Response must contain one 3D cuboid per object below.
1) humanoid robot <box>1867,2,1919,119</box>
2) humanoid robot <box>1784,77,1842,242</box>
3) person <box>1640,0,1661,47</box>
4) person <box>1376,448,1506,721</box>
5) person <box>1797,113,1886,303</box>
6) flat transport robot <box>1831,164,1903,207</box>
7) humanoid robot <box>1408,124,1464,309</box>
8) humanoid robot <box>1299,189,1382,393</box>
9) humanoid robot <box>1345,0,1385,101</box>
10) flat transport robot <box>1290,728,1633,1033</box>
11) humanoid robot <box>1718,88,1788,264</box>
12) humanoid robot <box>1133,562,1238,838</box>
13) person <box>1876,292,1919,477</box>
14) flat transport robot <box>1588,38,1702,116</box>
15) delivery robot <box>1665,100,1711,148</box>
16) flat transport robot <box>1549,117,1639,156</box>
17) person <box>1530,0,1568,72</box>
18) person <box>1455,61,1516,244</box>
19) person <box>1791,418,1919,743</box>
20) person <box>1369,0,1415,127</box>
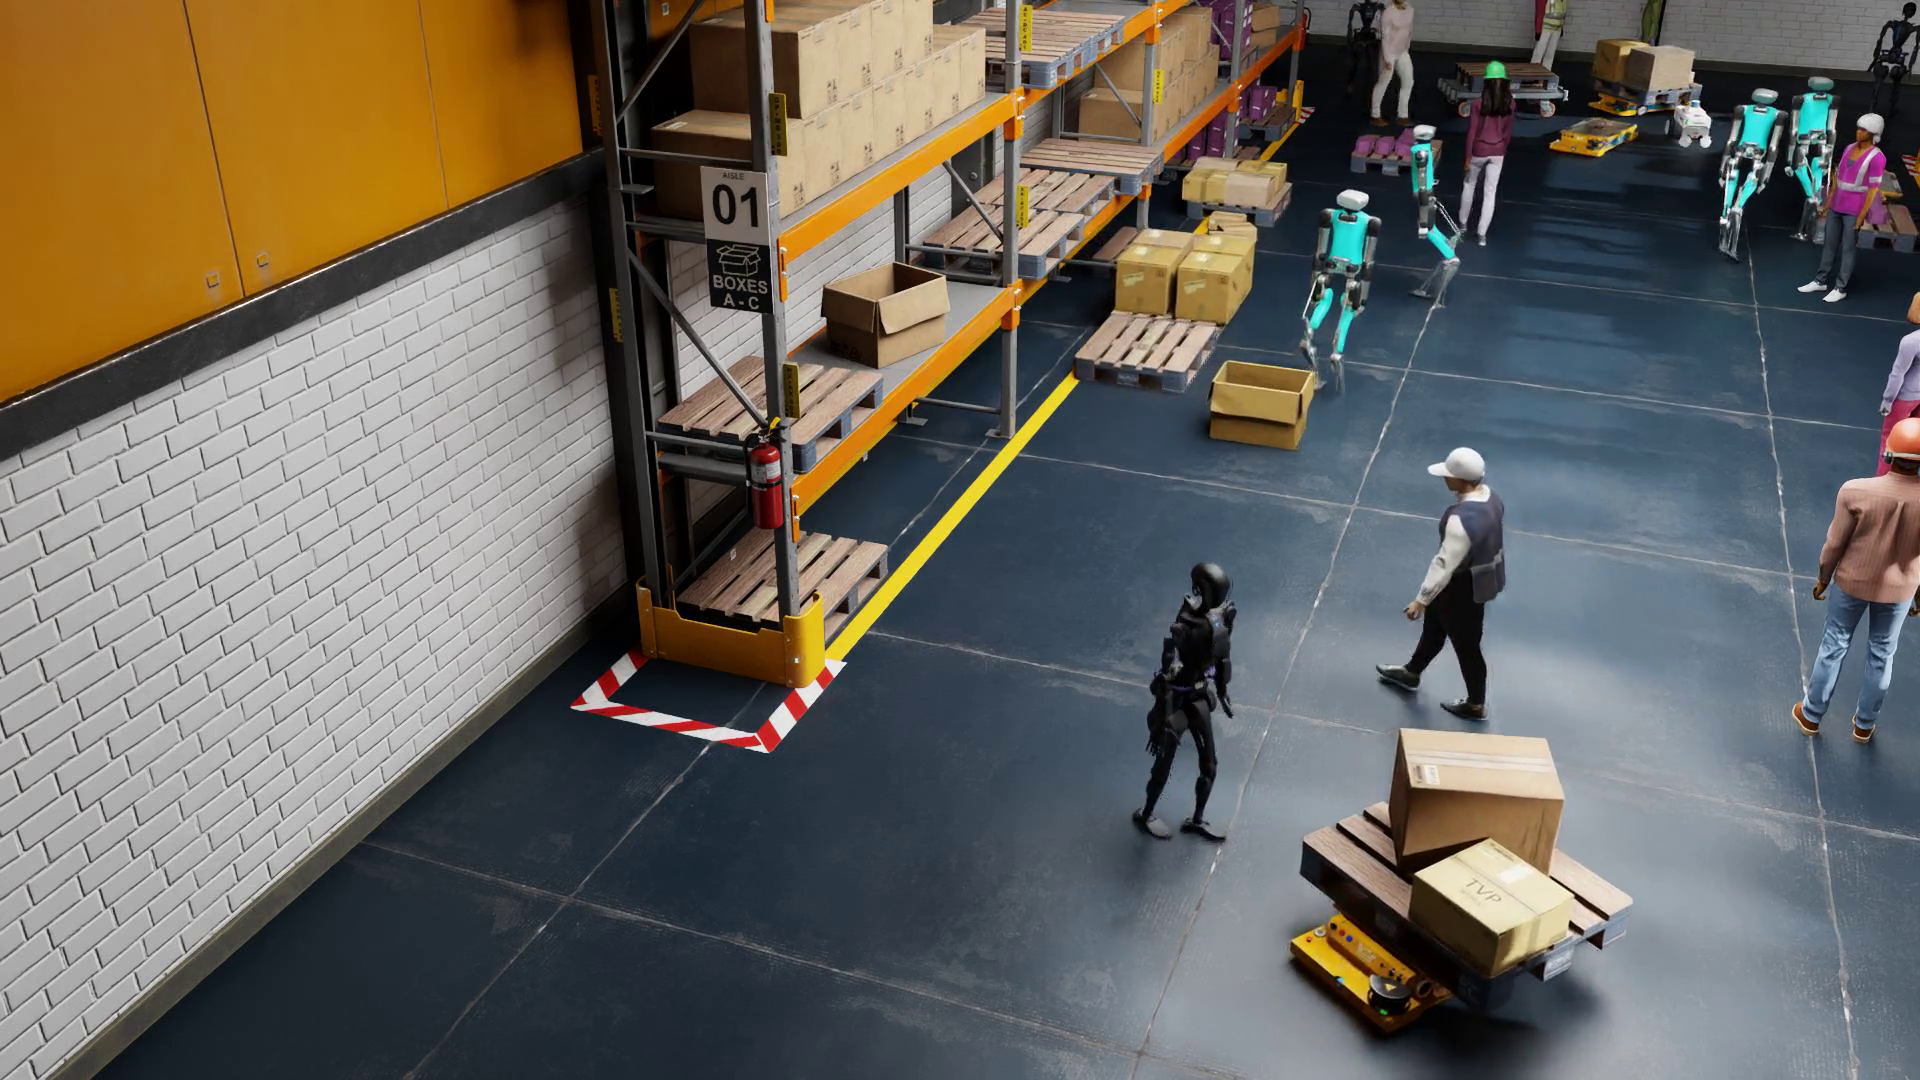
[{"bbox_3d":[12.987,-6.654,23.171,0.592,1.627,0.779,23,35,38],"label":"humanoid robot"},{"bbox_3d":[9.295,-4.009,18.061,0.532,1.871,0.874,-2,27,-3],"label":"humanoid robot"},{"bbox_3d":[10.285,-7.539,24.882,0.285,1.633,0.500,6,28,11],"label":"person"},{"bbox_3d":[2.823,0.235,9.706,0.840,1.719,0.757,15,31,27],"label":"person"},{"bbox_3d":[8.736,-3.272,16.377,0.340,1.846,0.506,-9,29,-17],"label":"person"},{"bbox_3d":[10.852,-4.210,19.918,0.659,0.231,1.431,10,29,19],"label":"flat transport robot"},{"bbox_3d":[4.699,-3.138,16.243,0.784,1.783,0.539,5,28,10],"label":"humanoid robot"},{"bbox_3d":[3.138,-2.001,14.060,0.542,1.808,0.770,16,31,28],"label":"humanoid robot"},{"bbox_3d":[5.976,-7.357,24.508,0.596,1.640,0.617,0,27,1],"label":"humanoid robot"},{"bbox_3d":[2.370,1.877,8.110,1.431,0.231,0.659,-16,31,-28],"label":"flat transport robot"},{"bbox_3d":[8.219,-3.796,17.524,0.547,1.750,1.013,17,32,30],"label":"humanoid robot"},{"bbox_3d":[1.173,0.832,8.608,0.590,1.642,0.449,-24,36,-38],"label":"humanoid robot"},{"bbox_3d":[7.018,-1.059,12.321,0.499,1.628,0.291,-12,30,-22],"label":"person"},{"bbox_3d":[9.891,-6.333,24.034,1.431,0.231,0.659,-10,29,-19],"label":"flat transport robot"},{"bbox_3d":[9.803,-5.584,22.265,0.524,0.590,0.761,5,28,9],"label":"delivery robot"},{"bbox_3d":[8.481,-5.382,22.191,0.659,0.231,1.431,21,34,35],"label":"flat transport robot"},{"bbox_3d":[8.811,-7.641,24.871,0.627,1.833,0.430,-18,32,-30],"label":"person"},{"bbox_3d":[5.773,-4.276,18.257,0.497,1.914,0.873,4,28,8],"label":"person"},{"bbox_3d":[5.164,0.241,9.399,0.610,1.997,0.376,9,29,17],"label":"person"},{"bbox_3d":[5.998,-6.595,22.765,0.639,1.903,0.776,-16,31,-28],"label":"person"}]
